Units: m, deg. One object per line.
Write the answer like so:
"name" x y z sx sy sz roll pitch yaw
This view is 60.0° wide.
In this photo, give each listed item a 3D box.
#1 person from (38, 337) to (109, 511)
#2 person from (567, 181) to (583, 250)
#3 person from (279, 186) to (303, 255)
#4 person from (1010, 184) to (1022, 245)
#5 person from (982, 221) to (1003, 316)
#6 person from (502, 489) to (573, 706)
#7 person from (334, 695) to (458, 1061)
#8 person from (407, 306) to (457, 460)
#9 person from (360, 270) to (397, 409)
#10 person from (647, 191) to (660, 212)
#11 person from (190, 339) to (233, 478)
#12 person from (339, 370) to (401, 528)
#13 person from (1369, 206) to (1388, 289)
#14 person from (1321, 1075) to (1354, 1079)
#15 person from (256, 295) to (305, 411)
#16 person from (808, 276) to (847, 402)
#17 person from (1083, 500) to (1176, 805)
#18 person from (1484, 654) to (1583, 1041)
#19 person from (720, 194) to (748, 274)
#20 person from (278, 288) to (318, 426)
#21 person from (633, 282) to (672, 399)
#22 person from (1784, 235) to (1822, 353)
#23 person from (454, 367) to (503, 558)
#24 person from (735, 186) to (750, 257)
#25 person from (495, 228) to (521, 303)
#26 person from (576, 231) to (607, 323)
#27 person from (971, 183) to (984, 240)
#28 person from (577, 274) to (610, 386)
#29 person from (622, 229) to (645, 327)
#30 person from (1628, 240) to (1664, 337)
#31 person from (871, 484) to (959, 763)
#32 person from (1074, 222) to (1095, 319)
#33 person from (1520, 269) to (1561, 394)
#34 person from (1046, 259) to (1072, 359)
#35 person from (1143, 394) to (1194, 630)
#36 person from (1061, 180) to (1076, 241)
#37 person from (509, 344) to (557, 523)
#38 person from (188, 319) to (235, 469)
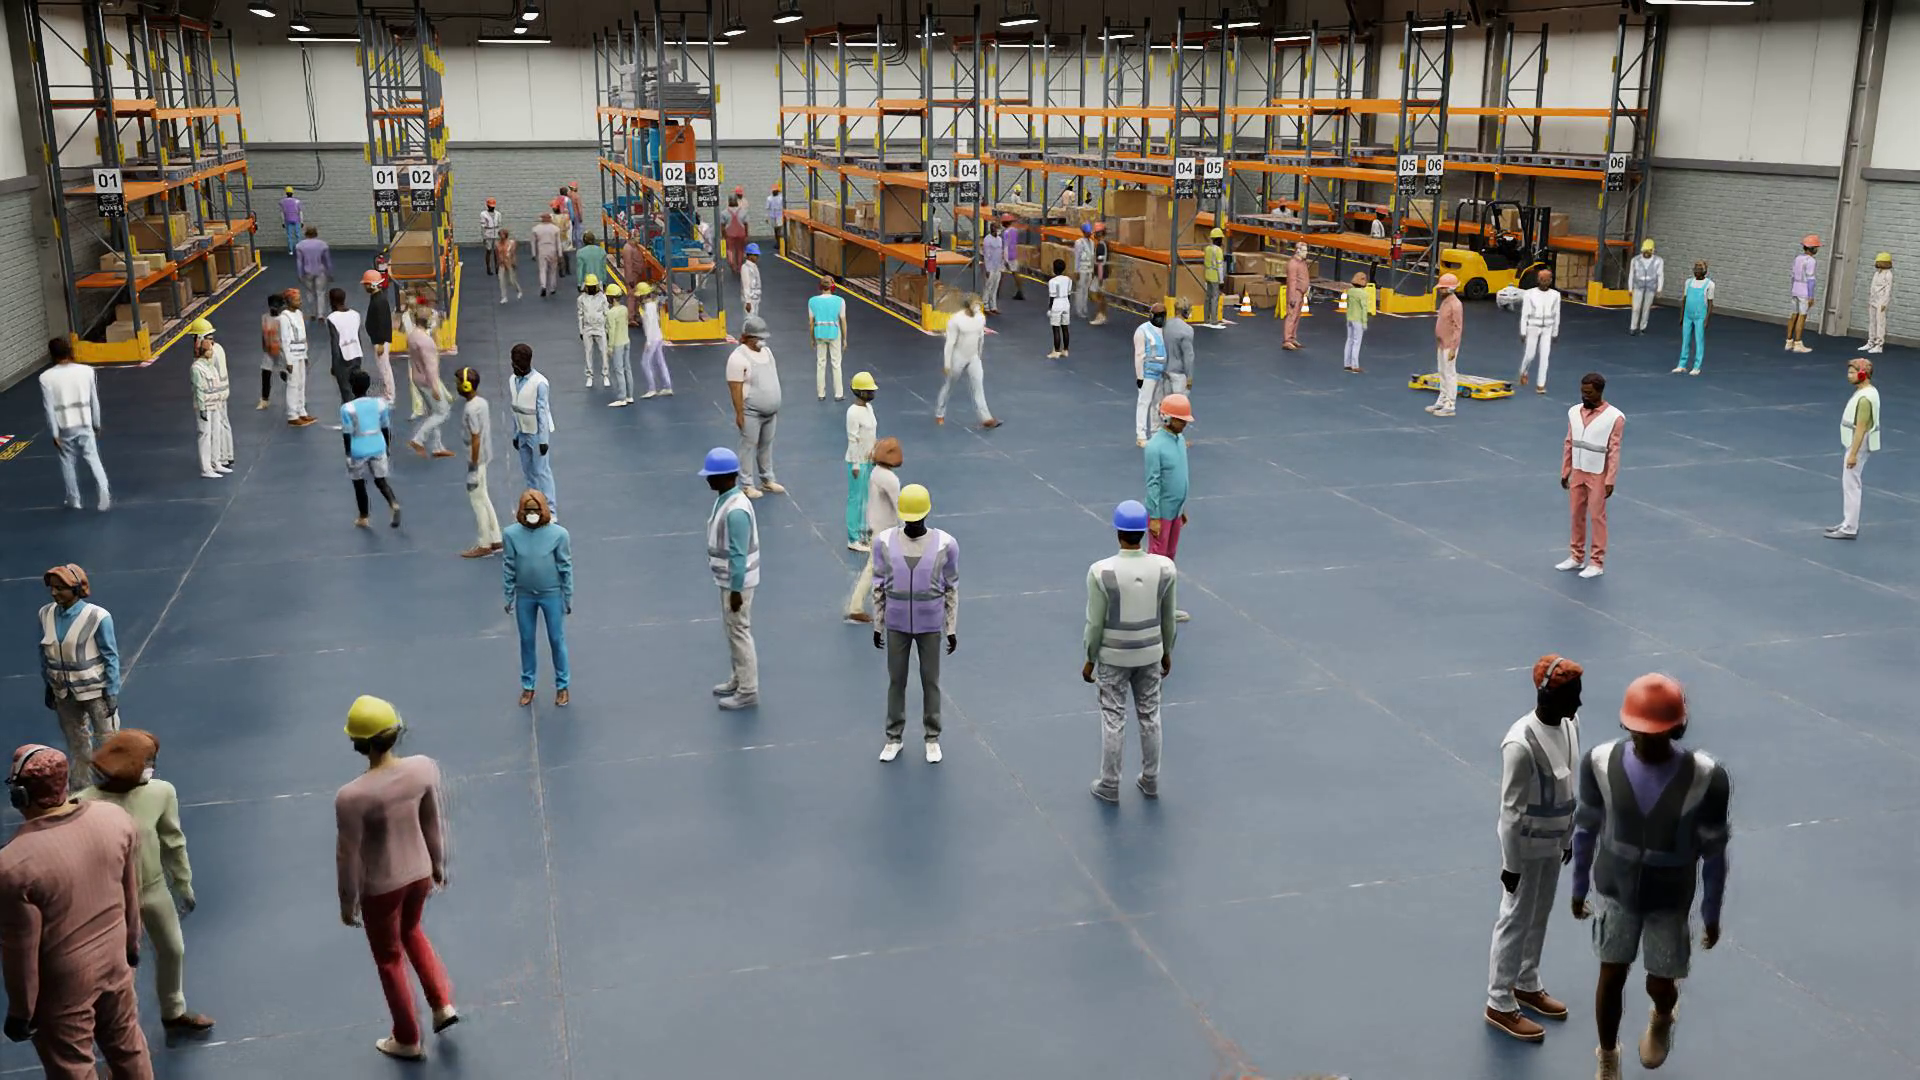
"person" -9.502 -1.233 17.872 0.805 1.894 0.598 14 20 42
"person" -11.329 -9.525 48.872 0.614 1.990 0.392 9 17 30
"person" -18.994 -9.076 47.302 0.588 1.930 0.361 -5 16 -20
"person" 1.712 -9.849 50.414 0.404 1.825 0.586 3 15 13
"person" 0.675 -5.555 34.060 0.383 1.931 0.630 9 17 31
"person" -3.074 0.419 12.160 0.503 1.629 0.276 0 15 1
"person" -2.619 1.553 7.632 0.362 1.757 0.538 9 18 32
"person" -6.483 -1.899 20.297 0.501 1.922 0.651 -7 16 -25
"person" -8.307 -2.859 23.781 0.381 1.994 0.622 -6 16 -22
"person" -8.727 -8.889 46.770 0.627 1.844 0.429 10 18 33
"person" -8.839 -1.549 19.559 0.312 1.633 0.518 0 15 0
"person" -6.047 -0.908 17.039 0.662 1.675 0.538 14 20 42
"person" 9.775 -6.841 38.894 0.366 1.930 0.542 5 16 18
"person" 0.998 2.306 4.477 0.486 1.924 0.658 11 18 35
"person" -9.764 -2.692 23.817 0.565 1.664 0.577 5 16 20
"person" -1.934 -2.944 24.385 0.565 1.846 0.390 2 15 9
"person" 1.058 0.706 10.456 0.615 1.945 0.400 -5 16 -17
"person" 2.730 1.435 7.860 0.354 1.879 0.572 14 20 43
"person" -5.698 -7.733 42.038 0.693 2.000 0.642 -4 15 -14
"person" -9.033 -2.478 22.592 0.358 1.878 0.568 0 15 0
"person" -4.564 -2.958 24.660 0.568 1.731 0.614 -2 15 -9
"person" 14.803 -4.313 29.160 0.378 2.045 0.605 0 15 -1
"person" -4.682 -0.744 16.078 0.332 1.871 0.554 -1 15 -5
"person" -6.152 -8.934 46.669 0.625 1.982 0.406 -12 19 -39
"person" -9.875 -5.997 36.307 0.523 1.619 0.574 3 15 10
"person" -6.948 -4.857 31.419 0.626 1.933 0.370 -13 19 -39
"person" 0.554 -9.573 49.185 0.563 1.911 0.642 -1 15 -4
"person" -5.650 -3.237 25.704 0.484 1.736 0.322 -2 15 -8
"person" -6.334 -5.108 32.441 0.402 1.900 0.647 1 15 5
"person" 12.799 -4.692 31.069 0.607 1.782 0.906 6 16 21
"person" -0.302 0.554 11.086 0.585 1.918 0.378 1 15 5
"person" 2.533 -5.463 33.672 0.404 1.945 0.615 11 18 35
"person" 8.781 -3.177 25.209 0.598 1.867 0.618 0 15 0
"person" 1.689 -3.946 28.444 0.319 1.697 0.532 14 20 42
"person" 1.745 -0.245 13.963 0.388 1.987 0.608 9 17 29
"person" 3.339 -10.067 51.035 0.365 1.928 0.585 -13 20 -41
"person" -4.456 -1.104 17.353 0.586 1.910 0.396 13 20 40
"person" -8.921 -1.721 19.810 0.403 1.831 0.595 -2 15 -6
